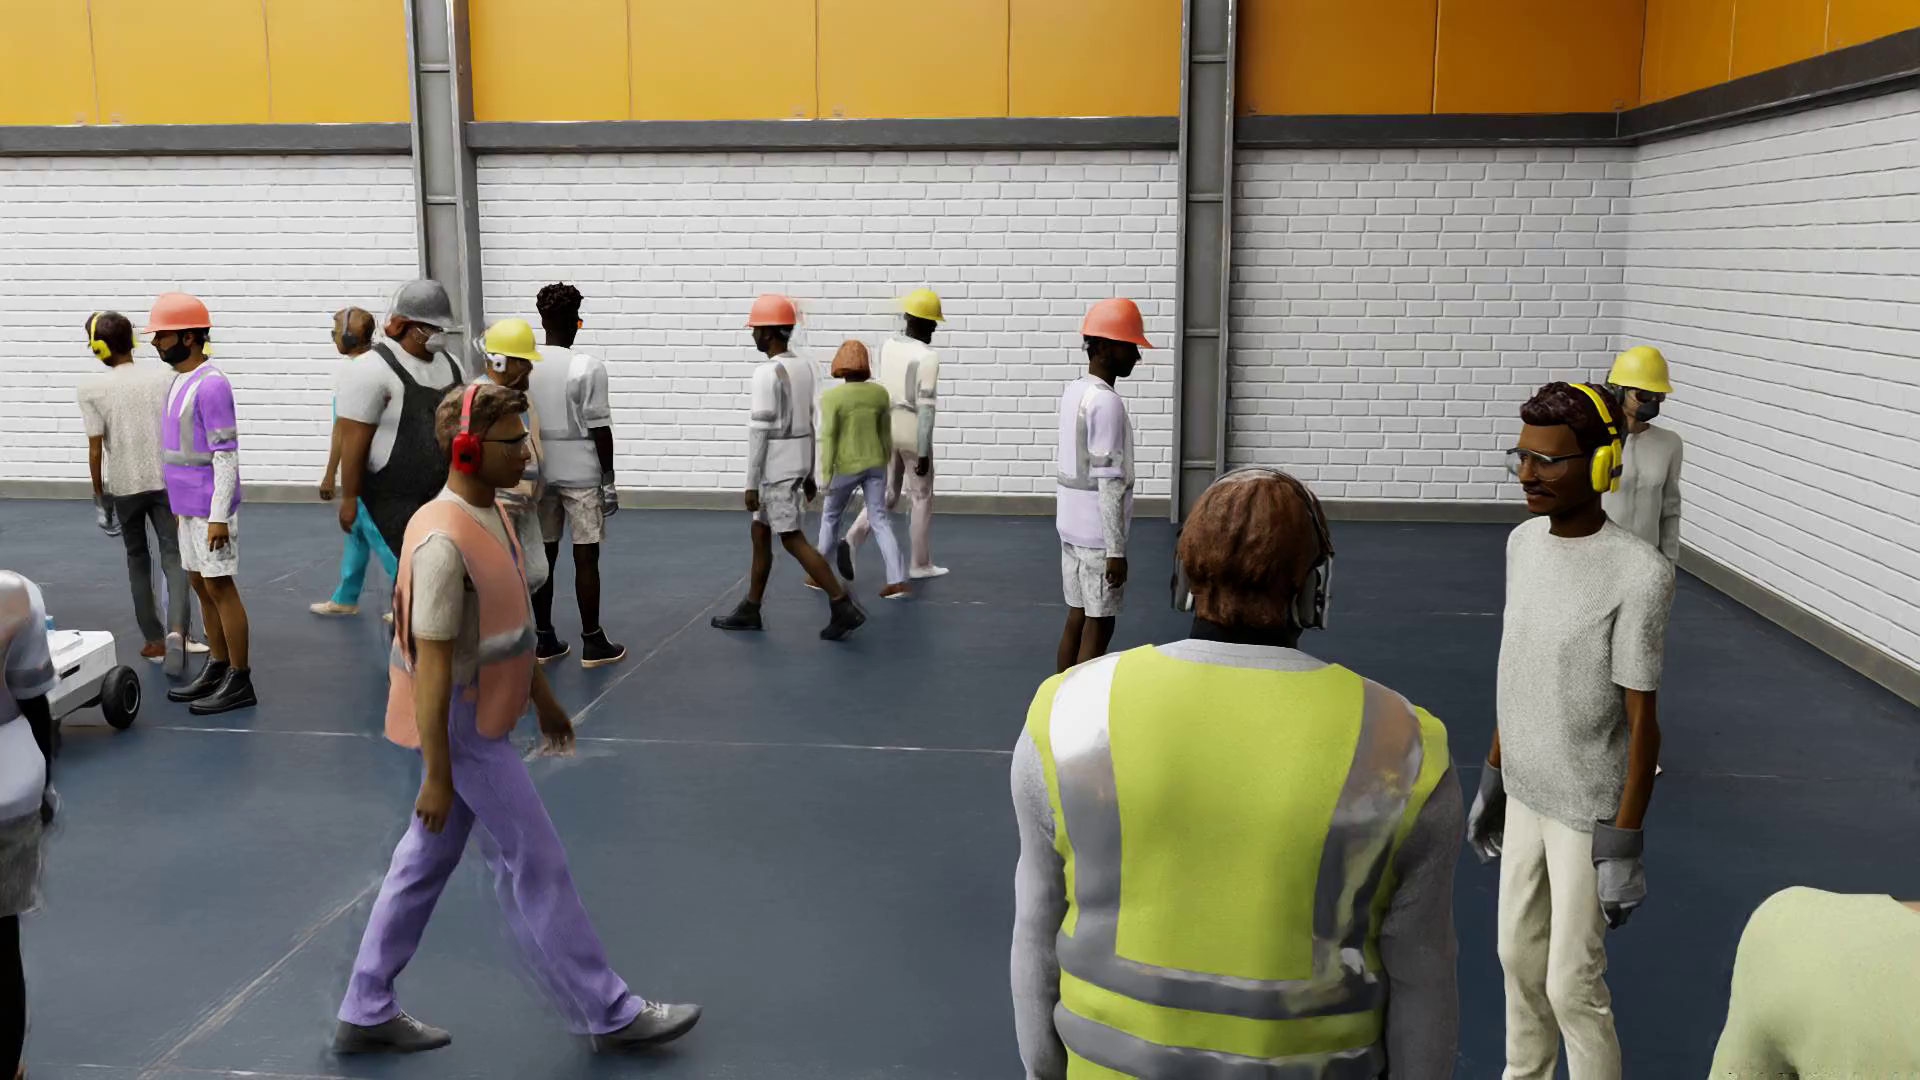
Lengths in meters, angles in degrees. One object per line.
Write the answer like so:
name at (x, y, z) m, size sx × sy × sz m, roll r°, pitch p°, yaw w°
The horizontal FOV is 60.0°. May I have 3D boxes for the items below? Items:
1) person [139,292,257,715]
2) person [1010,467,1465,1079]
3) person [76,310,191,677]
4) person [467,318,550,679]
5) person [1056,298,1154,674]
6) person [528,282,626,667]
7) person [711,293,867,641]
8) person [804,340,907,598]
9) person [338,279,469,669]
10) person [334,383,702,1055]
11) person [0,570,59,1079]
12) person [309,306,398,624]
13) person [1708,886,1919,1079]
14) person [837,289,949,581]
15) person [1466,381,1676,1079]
person at (-3.512, -0.166, 7.655) m, size 0.362 × 1.935 × 0.553 m, roll -8°, pitch 13°, yaw -40°
person at (0.387, 0.806, 2.416) m, size 0.636 × 1.830 × 0.429 m, roll 2°, pitch 10°, yaw 14°
person at (-4.085, -0.232, 8.357) m, size 0.545 × 1.834 × 0.839 m, roll -6°, pitch 12°, yaw -32°
person at (-2.242, -0.180, 8.142) m, size 0.513 × 1.803 × 0.604 m, roll 2°, pitch 10°, yaw 14°
person at (0.594, -0.029, 6.889) m, size 0.376 × 1.929 × 0.551 m, roll -2°, pitch 10°, yaw -13°
person at (-2.016, -0.325, 8.488) m, size 0.603 × 1.966 × 0.368 m, roll 3°, pitch 10°, yaw 17°
person at (-0.925, -0.393, 9.075) m, size 0.962 × 1.903 × 0.555 m, roll 3°, pitch 10°, yaw 18°
person at (-0.642, -0.435, 10.236) m, size 0.517 × 1.580 × 0.828 m, roll -6°, pitch 12°, yaw -33°
person at (-2.577, -0.284, 8.037) m, size 0.920 × 2.000 × 0.763 m, roll 5°, pitch 11°, yaw 26°
person at (-1.213, 0.489, 4.313) m, size 0.978 × 1.793 × 0.592 m, roll -2°, pitch 10°, yaw -9°
person at (-2.347, 0.628, 3.846) m, size 0.542 × 1.689 × 0.400 m, roll -9°, pitch 13°, yaw -42°
person at (-3.392, -0.415, 9.458) m, size 0.714 × 1.832 × 0.526 m, roll 1°, pitch 10°, yaw 4°
person at (1.043, 0.955, 1.795) m, size 0.442 × 1.744 × 0.577 m, roll -8°, pitch 13°, yaw -39°
person at (-0.410, -0.641, 10.542) m, size 0.800 × 1.891 × 0.605 m, roll -9°, pitch 13°, yaw -42°
person at (1.289, 0.585, 3.598) m, size 0.323 × 1.860 × 0.519 m, roll -3°, pitch 10°, yaw -15°
